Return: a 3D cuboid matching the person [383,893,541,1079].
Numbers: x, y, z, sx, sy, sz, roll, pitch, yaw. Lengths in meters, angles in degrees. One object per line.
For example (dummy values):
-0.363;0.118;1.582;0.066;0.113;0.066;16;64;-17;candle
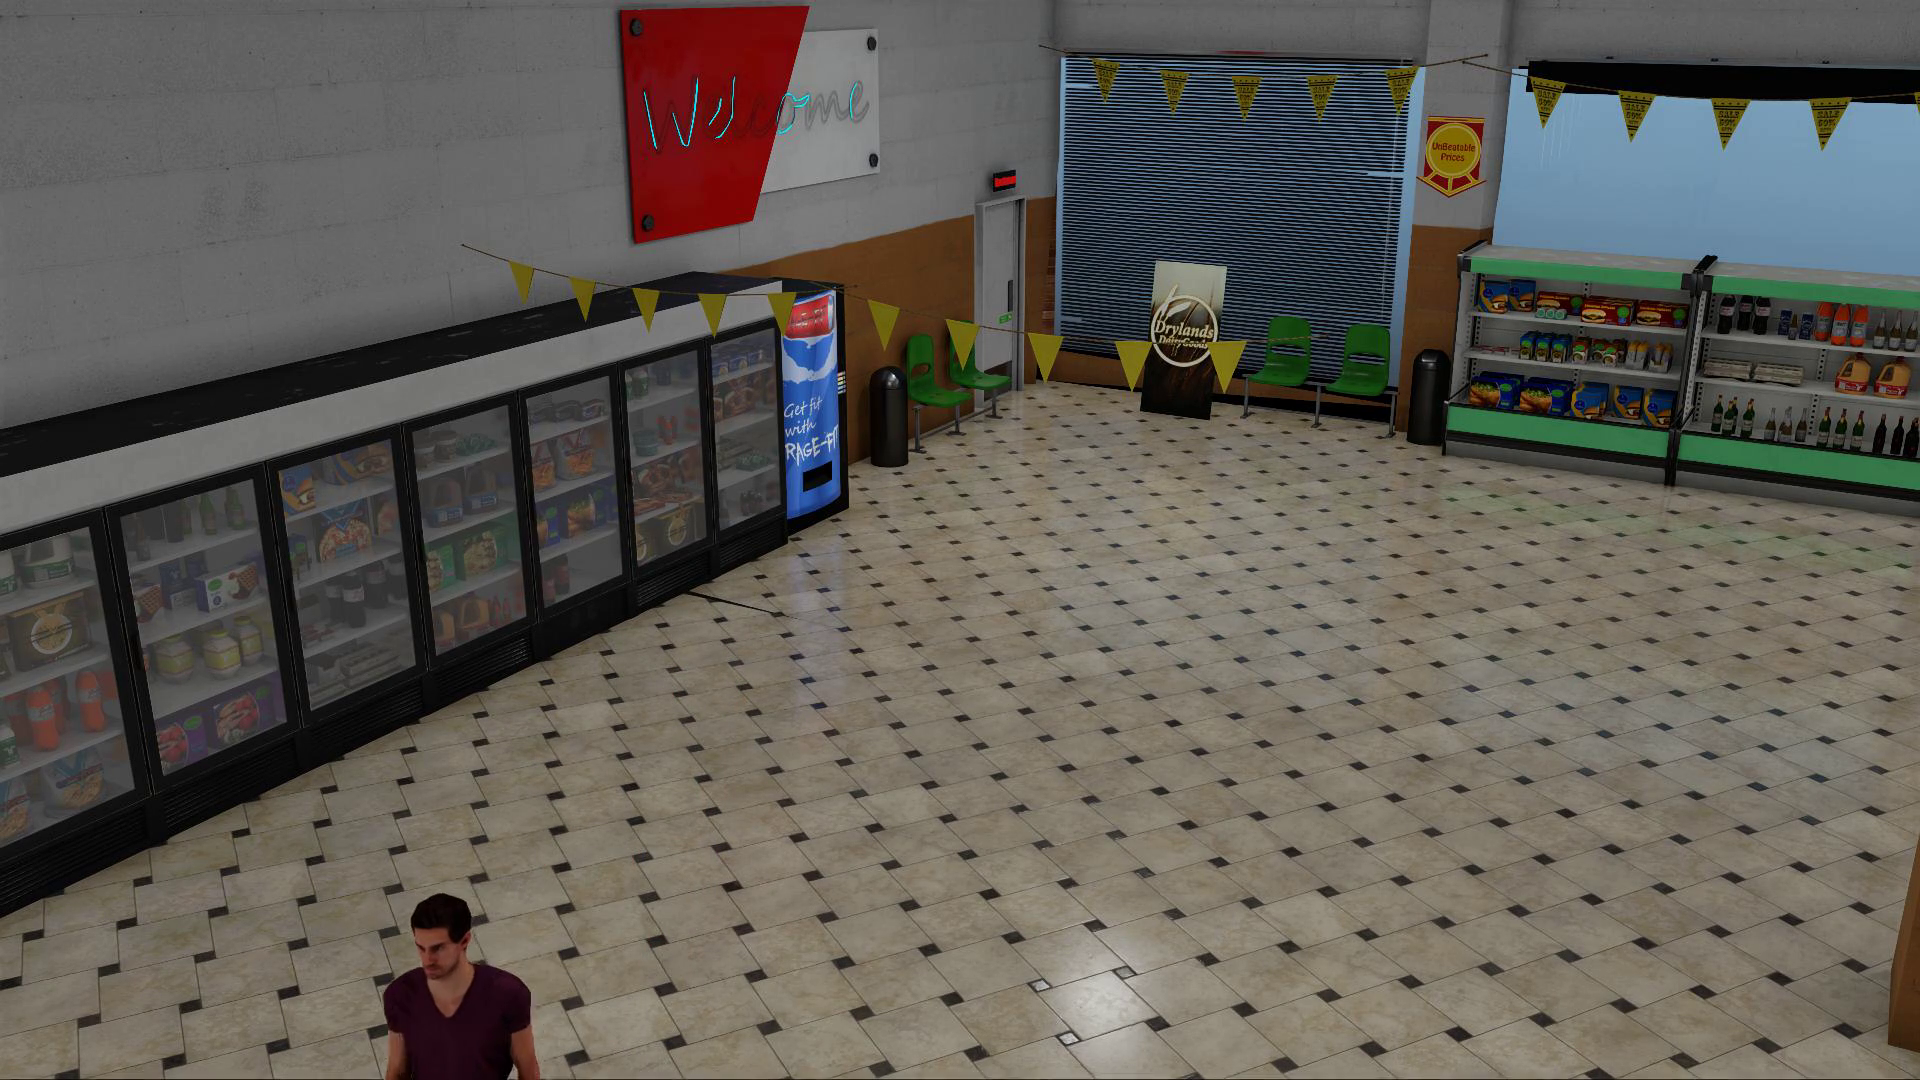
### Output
-1.674;2.006;5.748;0.750;1.840;0.839;2;19;6;person
